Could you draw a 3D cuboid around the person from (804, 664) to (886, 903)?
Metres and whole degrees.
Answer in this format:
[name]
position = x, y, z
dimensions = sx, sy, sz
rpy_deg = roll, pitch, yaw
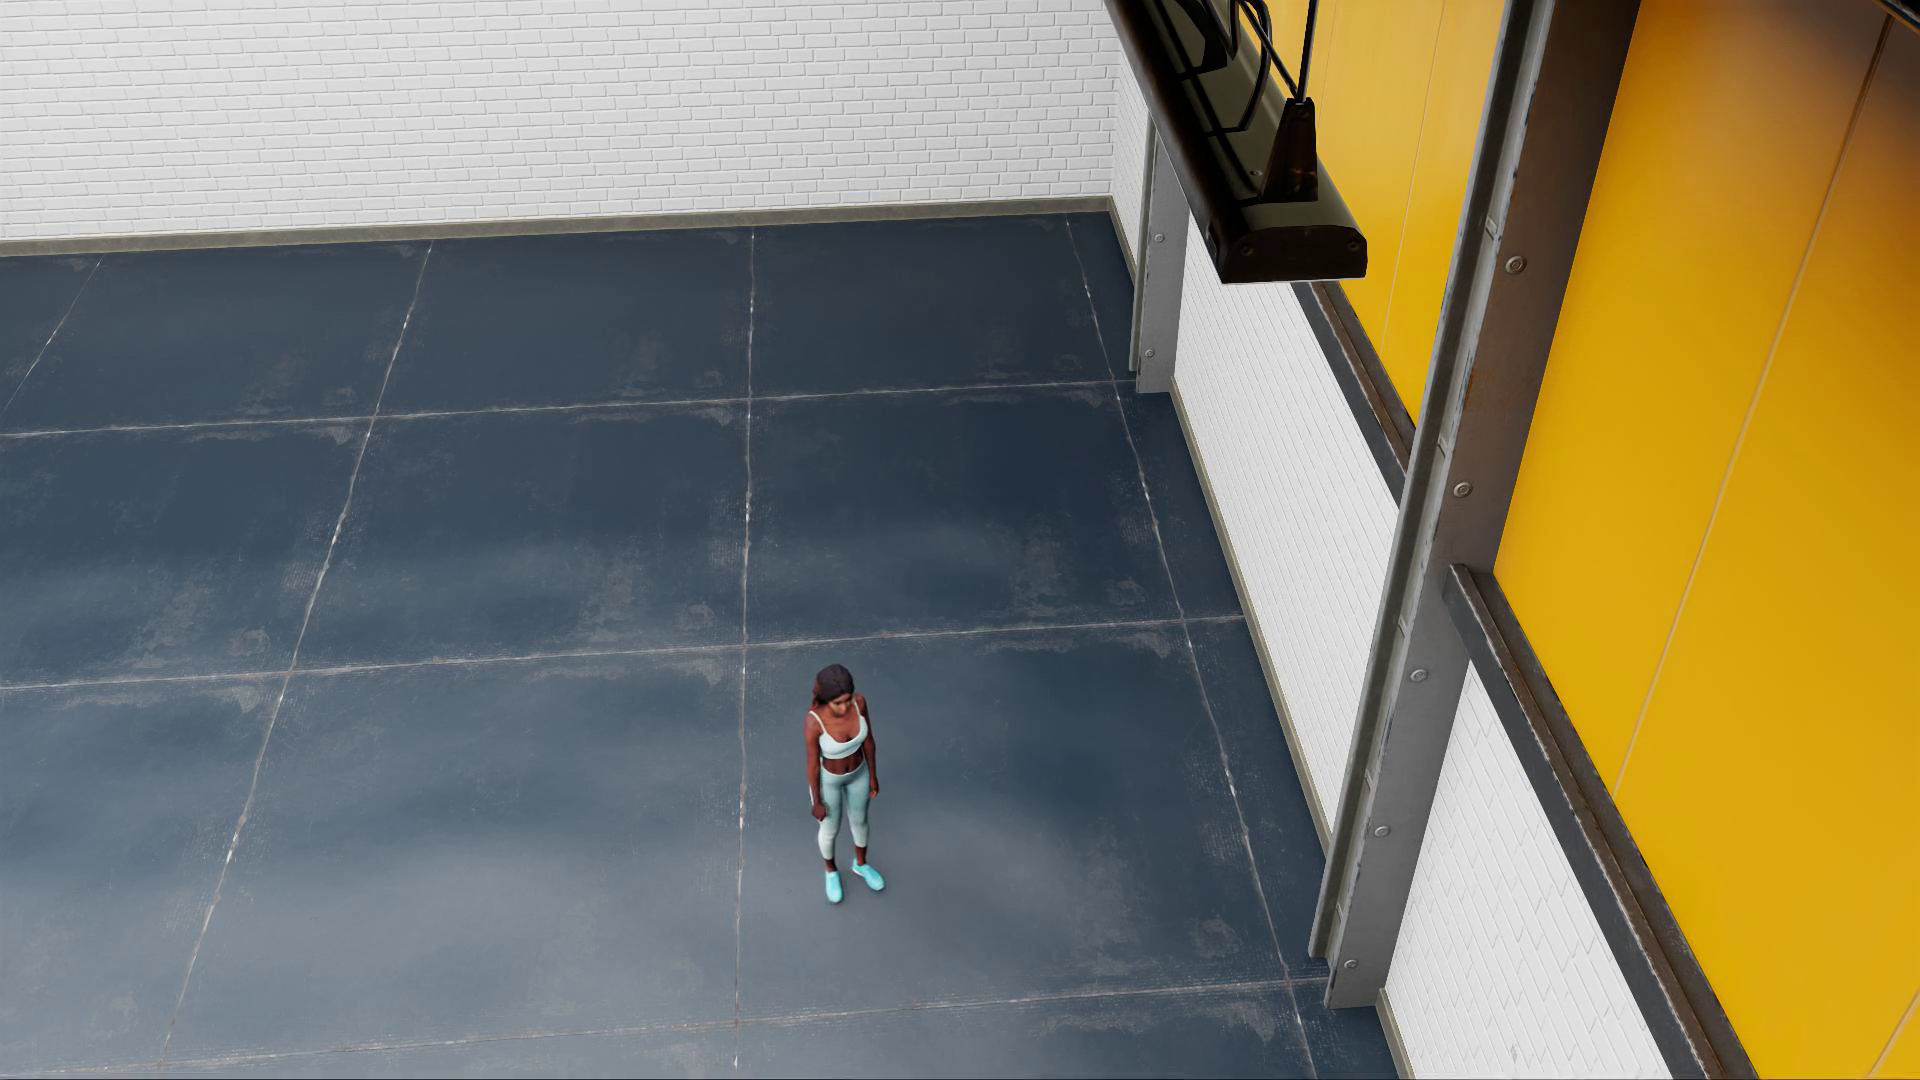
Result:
[person]
position = -0.652, 1.308, 9.096
dimensions = 0.648, 1.724, 0.665
rpy_deg = -21, 43, -24
